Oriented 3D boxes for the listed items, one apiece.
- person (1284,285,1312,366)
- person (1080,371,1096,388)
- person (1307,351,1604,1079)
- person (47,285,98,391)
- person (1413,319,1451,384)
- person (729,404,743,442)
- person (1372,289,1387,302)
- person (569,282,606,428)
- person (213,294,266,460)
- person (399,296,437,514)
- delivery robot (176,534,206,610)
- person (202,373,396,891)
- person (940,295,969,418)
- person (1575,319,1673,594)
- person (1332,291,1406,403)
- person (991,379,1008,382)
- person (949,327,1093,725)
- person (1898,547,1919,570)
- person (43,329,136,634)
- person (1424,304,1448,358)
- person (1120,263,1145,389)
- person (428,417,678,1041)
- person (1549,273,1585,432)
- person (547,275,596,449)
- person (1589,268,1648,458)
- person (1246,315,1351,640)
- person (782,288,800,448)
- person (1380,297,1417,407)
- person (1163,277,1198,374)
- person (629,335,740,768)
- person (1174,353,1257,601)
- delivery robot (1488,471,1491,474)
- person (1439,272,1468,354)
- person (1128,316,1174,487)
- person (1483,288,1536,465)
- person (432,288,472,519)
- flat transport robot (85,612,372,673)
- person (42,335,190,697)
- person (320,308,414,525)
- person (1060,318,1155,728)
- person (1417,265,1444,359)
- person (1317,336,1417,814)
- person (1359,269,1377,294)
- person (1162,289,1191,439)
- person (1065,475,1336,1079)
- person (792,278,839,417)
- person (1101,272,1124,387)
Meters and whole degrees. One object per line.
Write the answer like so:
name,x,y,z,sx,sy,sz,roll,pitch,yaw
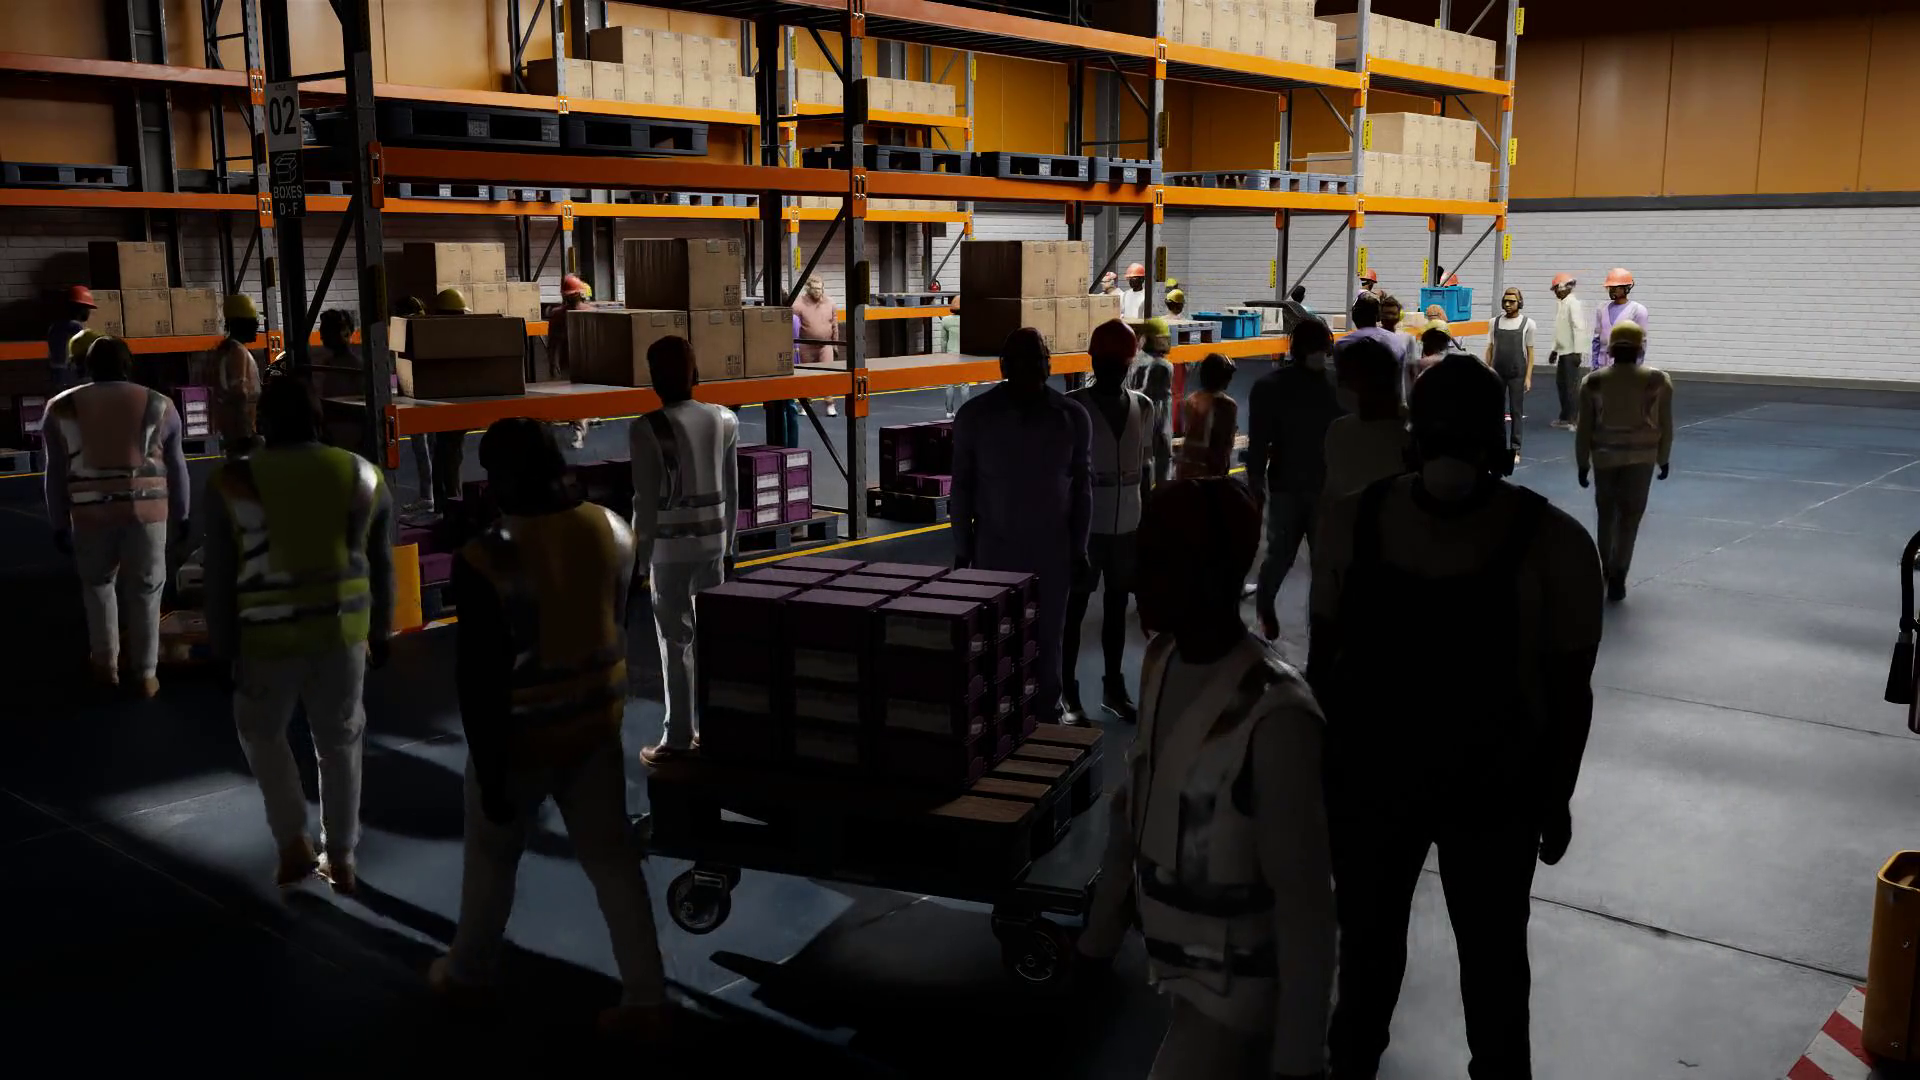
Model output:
person,5.063,-2.977,25.035,0.531,1.697,0.322,7,12,37
person,1.666,-2.434,22.110,0.514,1.640,0.310,8,13,38
person,1.154,0.537,4.051,0.698,2.000,0.536,6,12,32
person,-8.066,-1.366,15.249,0.559,1.911,0.449,6,11,29
person,3.581,-0.786,12.534,0.350,1.725,0.601,6,11,30
person,-2.695,-1.947,19.191,0.426,1.684,0.558,-7,12,-33
person,6.239,-2.930,24.935,0.309,1.640,0.513,-7,12,-36
person,-4.748,-2.313,20.922,0.616,1.821,0.407,3,10,16
person,-5.203,-0.852,12.314,0.650,1.908,0.613,-6,12,-32
person,-4.578,-1.146,14.187,0.527,1.856,0.361,7,12,35
delivery robot,-4.434,0.202,9.908,0.477,0.478,0.707,-2,10,-16
person,-2.282,0.338,5.795,0.650,1.827,0.440,-7,12,-34
person,-0.015,-2.420,22.046,0.508,1.631,0.265,5,11,25
person,4.379,-0.557,11.000,0.582,1.800,0.914,5,11,29
person,2.999,-0.866,12.326,0.635,1.937,0.354,-5,11,-25
person,0.767,-3.540,27.728,0.477,1.875,0.618,-8,13,-38
person,0.275,0.023,7.347,0.641,1.913,0.407,-1,10,-6
person,7.150,-0.717,11.559,0.996,1.925,0.656,1,10,3
person,-5.033,-0.339,9.778,0.586,1.775,0.926,-6,12,-30
person,5.329,-1.826,18.693,0.287,1.629,0.499,1,10,4
person,2.430,-2.794,23.010,0.375,2.044,0.605,-9,14,-42
person,-1.182,0.541,4.748,0.925,1.799,0.633,8,13,40
person,7.543,-2.325,20.644,0.422,1.956,0.790,1,10,7
person,-4.366,-2.039,18.968,0.627,1.963,0.783,1,10,4
person,6.968,-1.861,17.697,0.392,2.041,0.615,-6,12,-32
person,1.852,-0.277,9.088,0.635,1.915,0.864,-1,10,-4
person,-1.894,-1.763,17.709,0.375,1.841,0.575,5,11,26
person,3.817,-1.256,14.893,0.554,1.825,0.889,3,10,17
person,3.860,-3.785,29.508,0.708,1.739,0.524,2,10,11
person,-1.199,0.058,7.213,0.355,1.887,0.573,8,13,39
person,1.560,-0.368,10.456,0.844,1.595,0.538,-6,12,-31
delivery robot,4.200,-0.545,14.169,0.707,0.478,0.477,-6,12,-32
person,6.679,-2.696,22.784,0.545,1.932,0.387,9,13,40
person,1.484,-0.942,13.402,0.496,1.715,0.791,10,14,44
person,5.728,-1.712,17.424,0.533,1.844,0.347,6,12,33
person,-4.158,-1.088,13.627,0.383,1.924,0.594,-8,13,-37
flat transport robot,-3.930,0.530,9.125,1.431,0.197,0.652,-2,10,-10
person,-4.255,-0.125,8.442,0.636,1.821,0.590,-4,11,-23
person,-4.209,-0.687,11.559,0.793,1.846,0.524,-10,14,-44
person,0.689,-0.074,7.845,0.542,1.930,0.374,-4,11,-23
person,8.003,-3.637,28.036,0.603,1.963,0.368,6,12,30
person,1.607,0.188,6.405,0.374,1.924,0.658,-6,12,-31
person,6.208,-3.172,25.478,0.370,1.932,0.543,-7,12,-34
person,2.534,-2.087,19.772,0.533,1.767,0.326,9,14,42
person,0.383,0.810,3.021,0.733,1.858,0.583,-1,10,-8
person,-1.925,-2.555,22.201,0.677,1.860,0.798,-3,10,-16
person,2.215,-3.014,24.661,0.399,1.905,0.643,-7,12,-36
